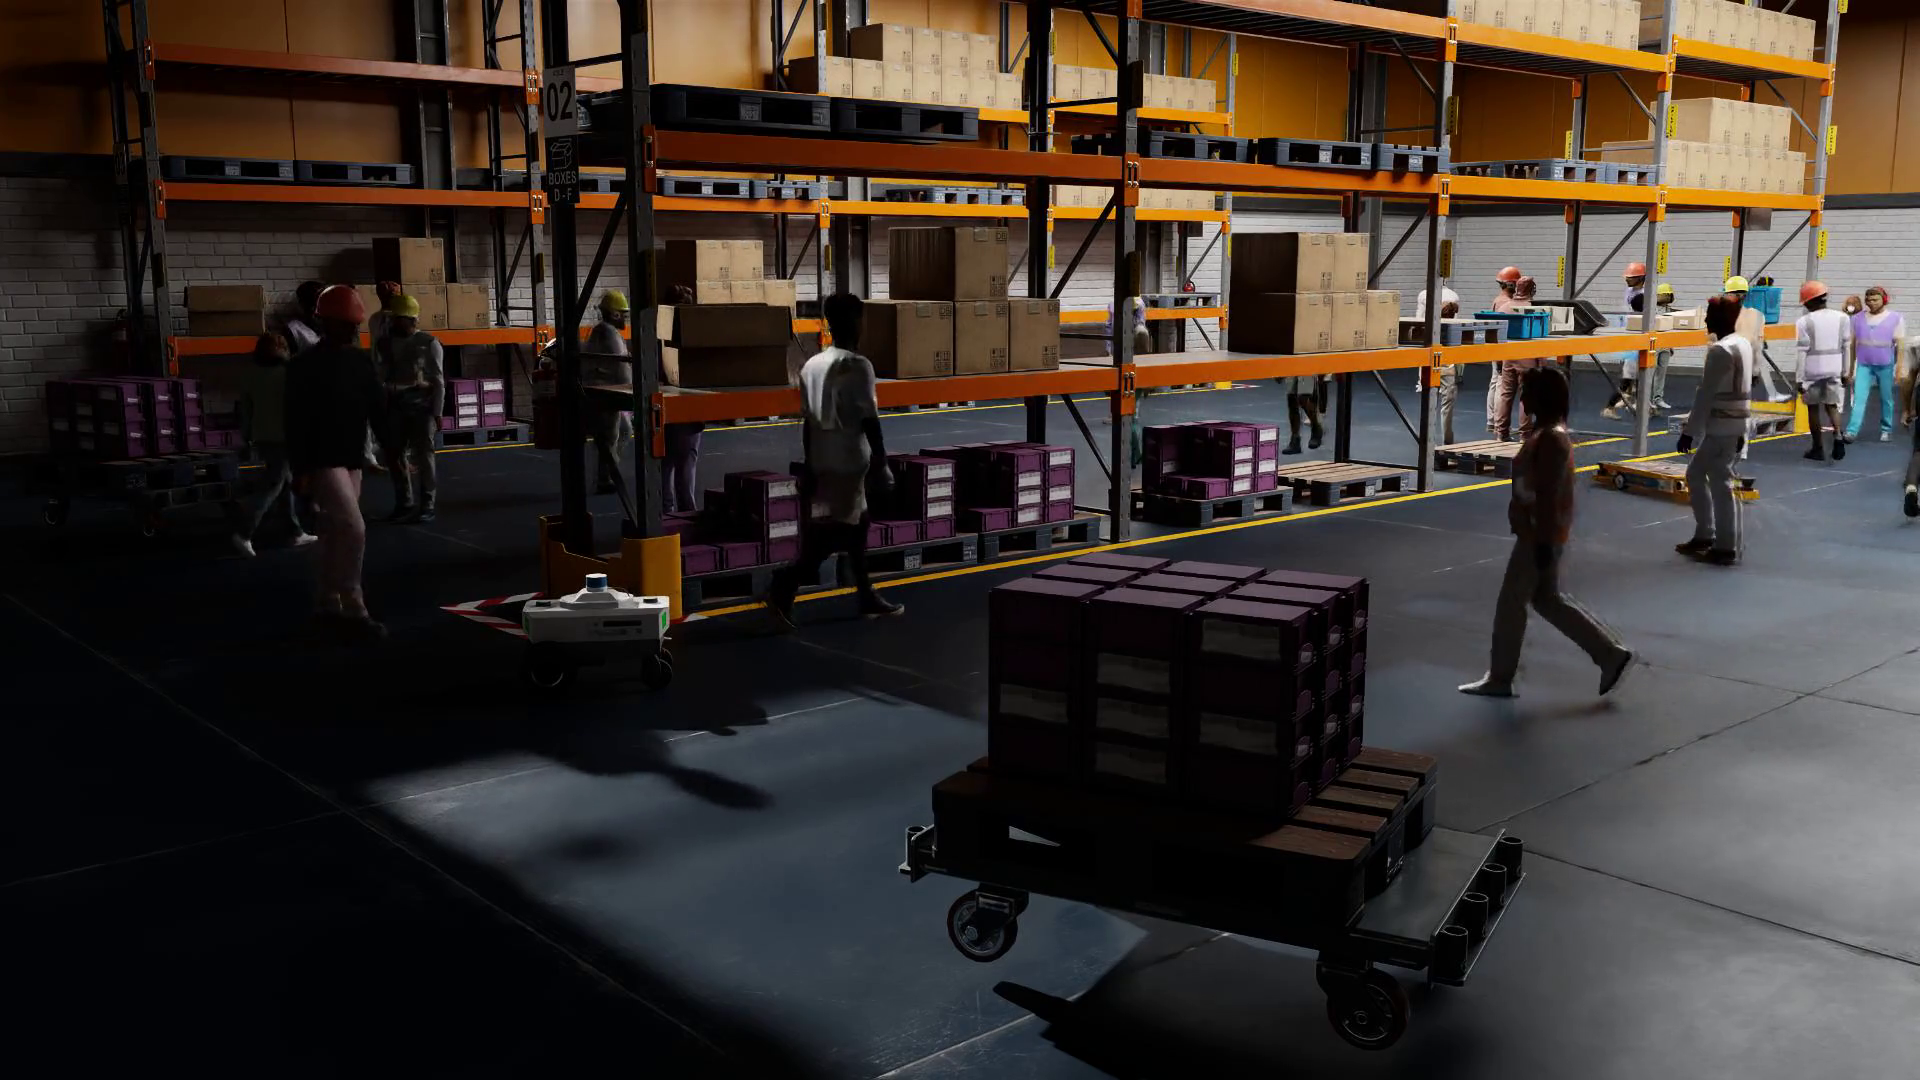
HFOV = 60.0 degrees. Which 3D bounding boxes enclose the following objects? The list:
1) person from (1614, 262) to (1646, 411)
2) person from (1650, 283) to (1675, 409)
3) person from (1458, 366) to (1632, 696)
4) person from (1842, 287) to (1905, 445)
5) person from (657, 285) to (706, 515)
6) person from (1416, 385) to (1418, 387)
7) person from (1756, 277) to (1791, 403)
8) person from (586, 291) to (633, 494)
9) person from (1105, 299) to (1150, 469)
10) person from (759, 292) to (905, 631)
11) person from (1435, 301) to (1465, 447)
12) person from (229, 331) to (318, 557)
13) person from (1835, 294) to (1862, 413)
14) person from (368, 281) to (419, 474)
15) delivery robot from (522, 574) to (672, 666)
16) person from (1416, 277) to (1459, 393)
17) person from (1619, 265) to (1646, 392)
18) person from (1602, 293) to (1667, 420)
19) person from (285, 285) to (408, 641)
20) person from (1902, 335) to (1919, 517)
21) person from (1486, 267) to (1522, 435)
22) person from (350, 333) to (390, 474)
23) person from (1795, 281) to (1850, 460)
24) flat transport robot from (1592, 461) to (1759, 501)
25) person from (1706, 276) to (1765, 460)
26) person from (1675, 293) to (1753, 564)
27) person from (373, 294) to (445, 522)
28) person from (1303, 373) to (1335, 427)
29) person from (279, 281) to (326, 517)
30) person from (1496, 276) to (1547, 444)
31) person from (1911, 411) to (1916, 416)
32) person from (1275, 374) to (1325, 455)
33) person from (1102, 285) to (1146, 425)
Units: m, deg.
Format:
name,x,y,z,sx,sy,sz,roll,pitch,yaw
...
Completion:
name,x,y,z,sx,sy,sz,roll,pitch,yaw
person,9.254,-2.784,22.848,0.400,2.037,0.610,-3,10,-16
person,9.773,-2.697,23.204,0.494,1.745,0.314,-4,11,-24
person,2.823,-0.024,7.923,0.715,1.612,0.525,4,10,20
person,10.362,-1.966,18.841,1.015,1.779,0.607,-9,13,-43
person,-2.167,-1.010,12.866,0.406,1.902,0.639,-9,13,-43
person,7.615,-3.384,26.842,0.513,1.875,0.328,-9,13,-43
person,11.613,-2.889,24.136,0.960,1.814,0.499,0,10,3
person,-3.104,-1.311,14.880,0.462,1.811,0.611,-4,10,-22
person,1.644,-1.552,16.473,0.390,1.750,0.542,-6,11,-32
person,-0.743,-0.446,9.490,0.915,1.931,0.617,-6,11,-32
person,5.299,-1.800,18.254,0.311,1.638,0.521,-8,12,-38
person,-4.955,-0.694,11.909,0.525,1.597,0.808,5,11,26
person,12.063,-2.527,22.556,0.512,1.619,0.489,7,12,34
person,-5.546,-1.578,16.240,0.355,1.883,0.574,-9,13,-41
delivery robot,-1.785,0.410,8.210,0.707,0.478,0.477,-2,10,-9
person,7.384,-3.213,25.808,0.652,1.899,0.399,1,10,5
person,10.605,-3.328,26.187,0.393,1.985,0.611,3,10,19
person,8.748,-2.362,21.514,0.849,1.650,0.539,1,10,9
person,-3.391,-0.424,9.237,0.712,1.957,0.645,3,10,15
person,7.786,-1.028,13.228,0.517,1.819,0.538,8,13,41
person,6.532,-2.265,19.926,0.375,1.997,0.612,0,10,2
person,-6.014,-1.518,16.085,0.797,1.819,0.633,1,10,4
person,8.880,-1.727,17.137,0.608,1.876,0.671,1,10,4
flat transport robot,6.383,-0.543,14.891,0.652,0.197,1.431,-2,10,-14
person,8.062,-1.787,17.371,0.588,1.919,0.398,-1,10,-4
person,5.174,-0.765,11.519,0.609,1.864,0.593,7,12,36
person,-4.413,-1.041,13.300,0.640,1.820,0.403,2,10,10
person,4.480,-2.261,20.828,0.547,1.694,0.342,8,13,39
person,-5.311,-1.163,13.700,0.392,1.922,0.591,3,10,18
person,6.390,-2.034,18.889,0.402,1.901,0.642,-8,12,-39
person,12.826,-2.554,21.799,0.374,1.936,0.628,1,10,8
person,3.654,-1.868,17.831,0.518,1.919,0.562,-9,13,-42
person,2.061,-2.397,20.874,0.354,1.937,0.635,-7,12,-35
